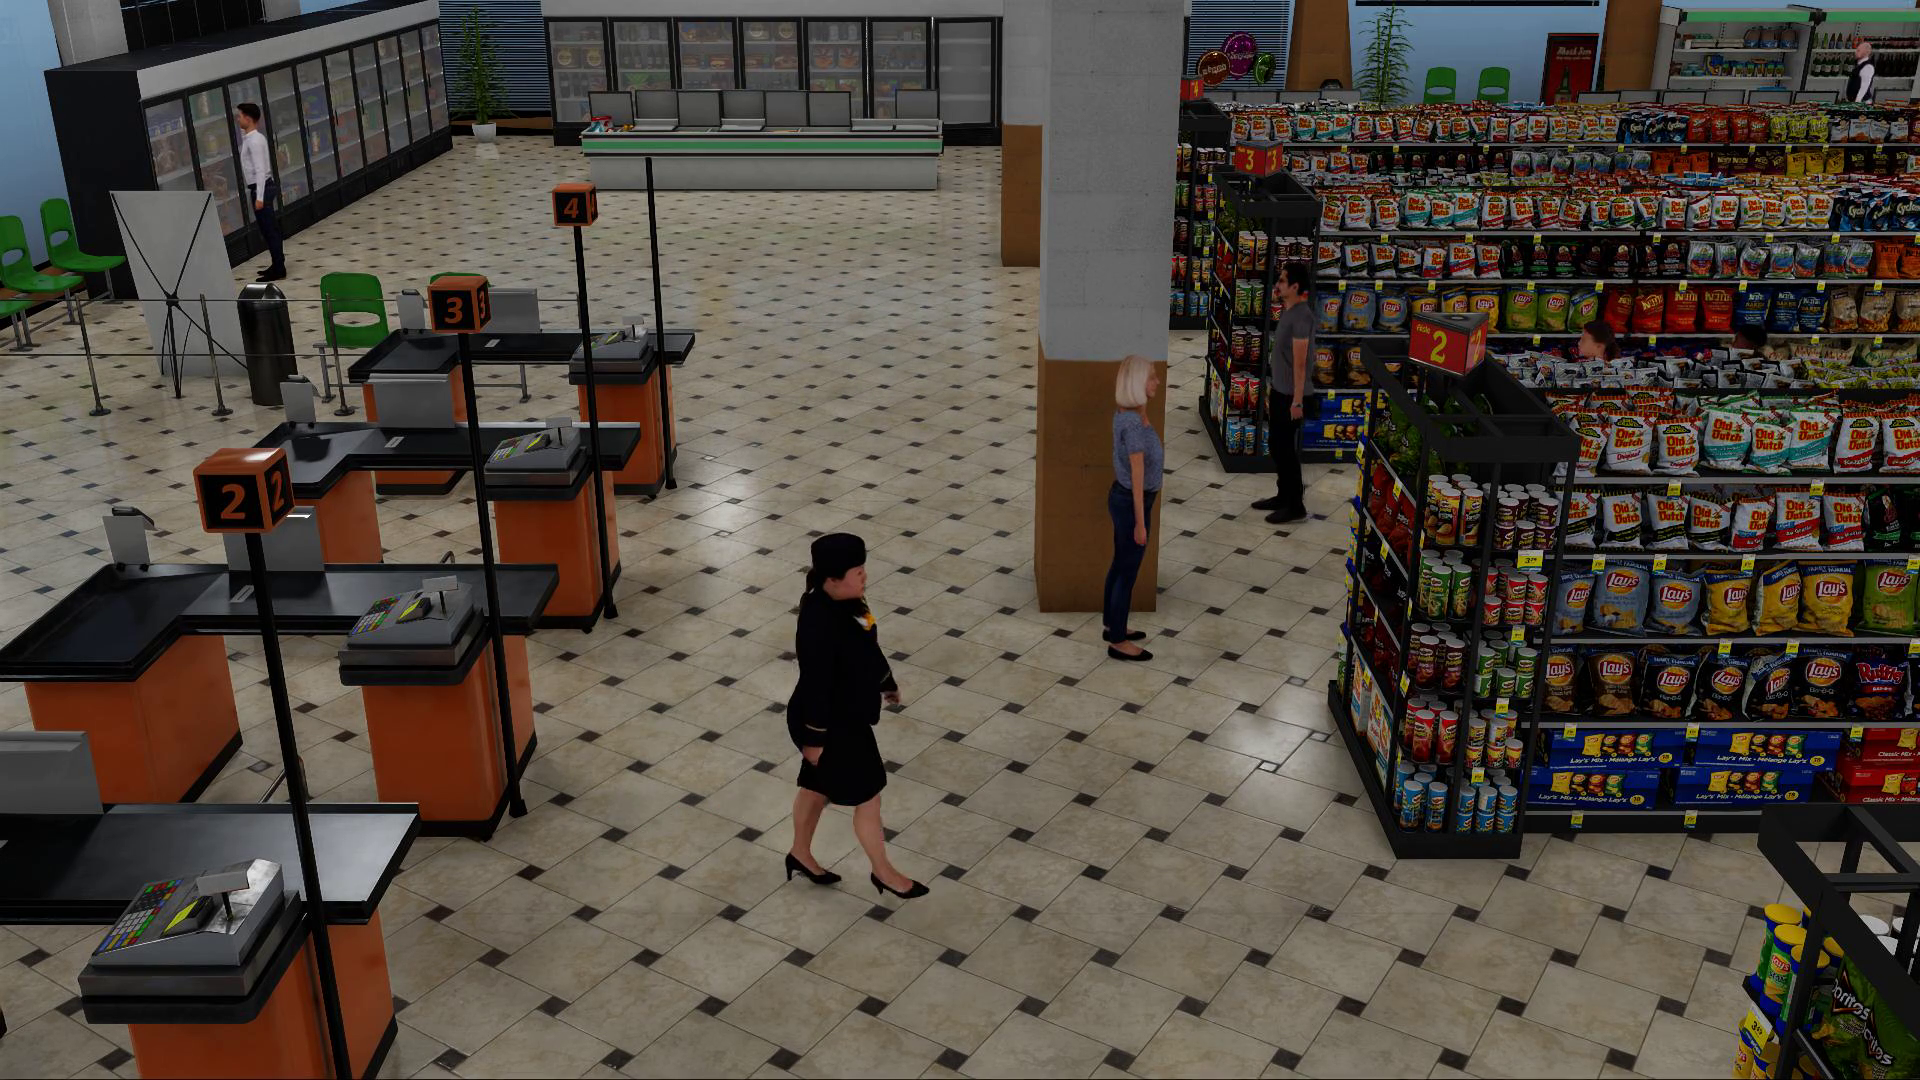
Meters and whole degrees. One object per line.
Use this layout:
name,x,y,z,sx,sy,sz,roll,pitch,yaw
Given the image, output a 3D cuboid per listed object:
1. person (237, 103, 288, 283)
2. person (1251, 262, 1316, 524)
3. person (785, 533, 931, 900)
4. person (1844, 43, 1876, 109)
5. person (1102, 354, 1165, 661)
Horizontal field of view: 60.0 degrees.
person,-7.474,-3.731,17.820,0.666,1.868,0.684,-6,23,-15
person,2.238,-0.992,11.158,0.551,1.752,0.647,-1,22,-2
person,-0.607,0.755,6.948,0.918,1.650,0.771,2,22,6
person,13.305,-6.385,24.521,0.805,1.797,0.746,3,22,8
person,0.940,-0.191,9.206,0.495,1.721,0.585,0,22,-1
